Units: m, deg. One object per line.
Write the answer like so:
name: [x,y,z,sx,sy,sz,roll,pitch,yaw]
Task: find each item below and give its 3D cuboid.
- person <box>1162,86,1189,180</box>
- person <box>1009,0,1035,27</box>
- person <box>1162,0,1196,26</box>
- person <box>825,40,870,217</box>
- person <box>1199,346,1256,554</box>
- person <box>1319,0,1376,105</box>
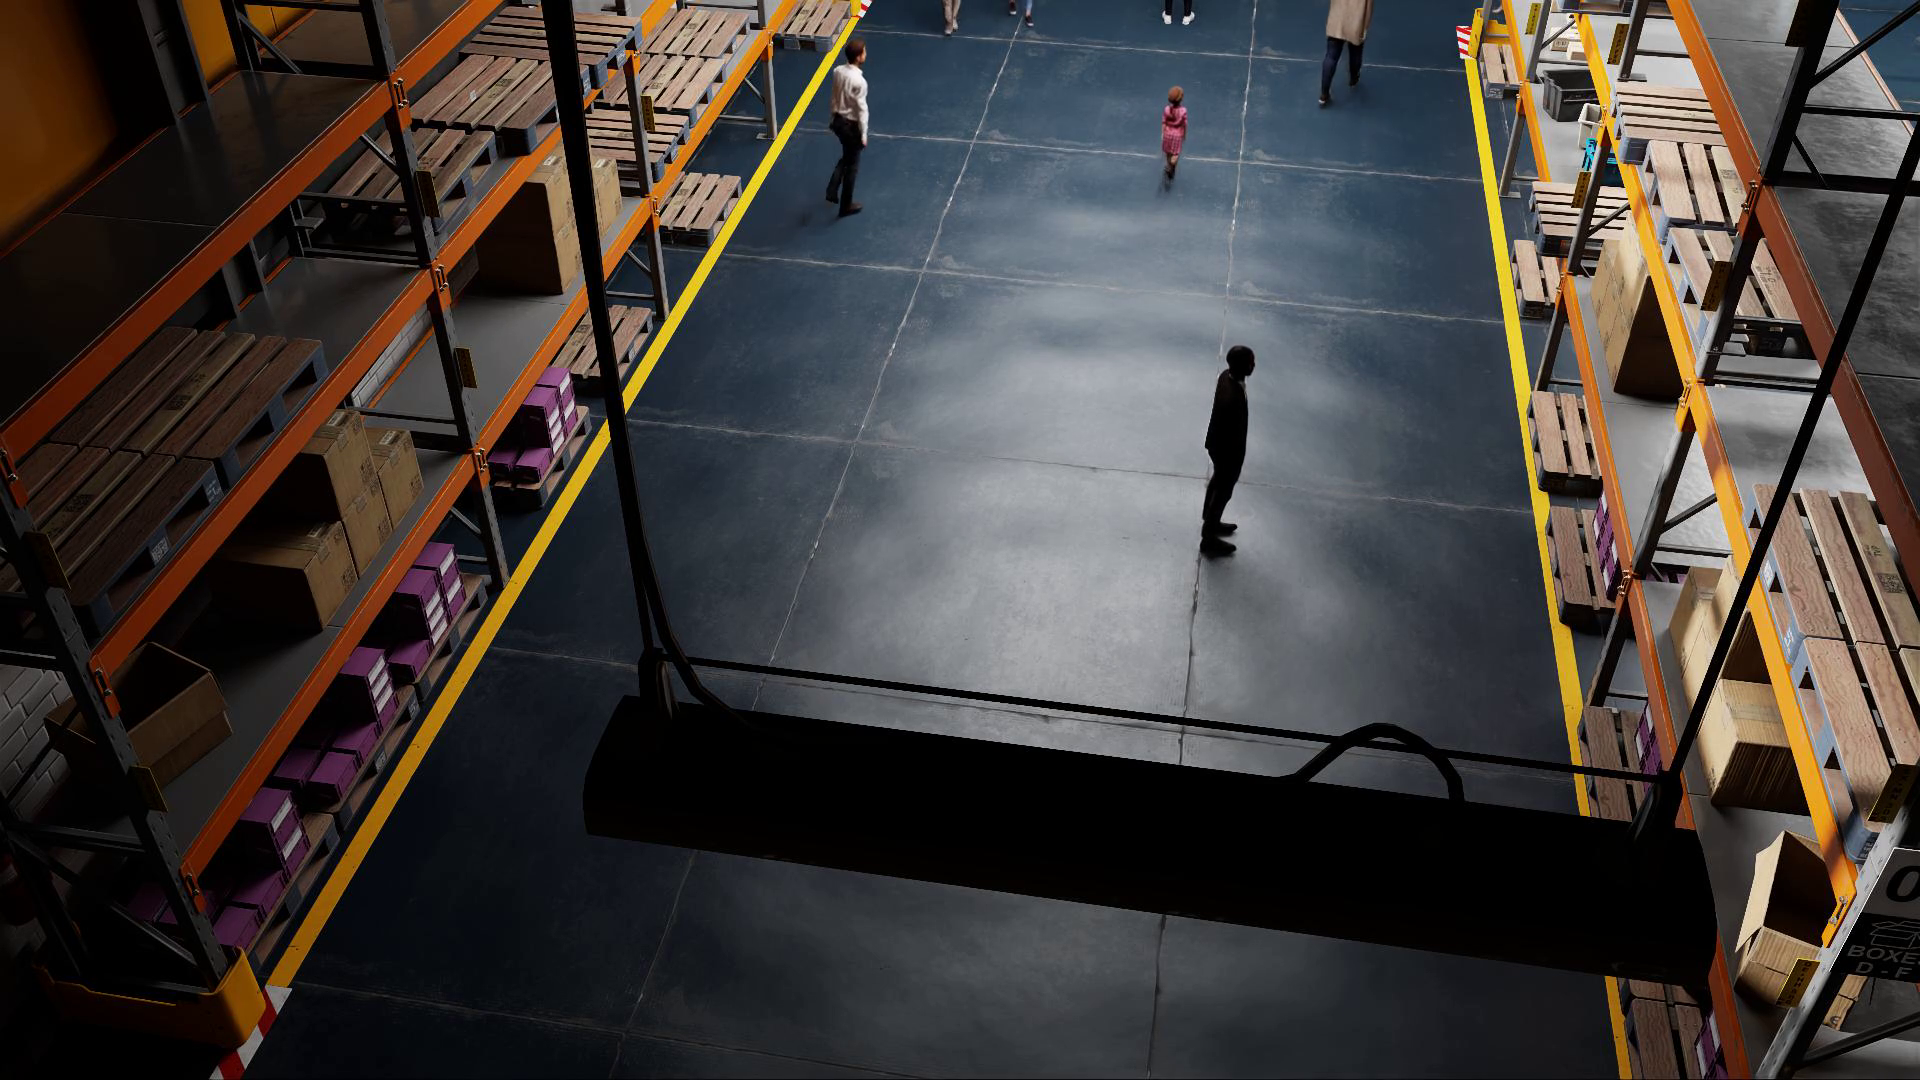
person: [2.290,-4.353,17.835,0.480,1.020,0.616,12,40,14]
person: [0.760,-7.476,21.220,0.766,1.675,0.957,-5,39,-7]
person: [2.815,-7.516,21.066,0.660,1.930,0.570,6,39,8]
person: [-1.192,-4.161,16.932,0.916,1.848,0.861,-28,46,-30]
person: [2.014,-0.693,12.627,0.749,1.800,0.563,1,39,1]
person: [4.430,-5.925,19.144,0.930,1.843,1.242,17,42,20]
